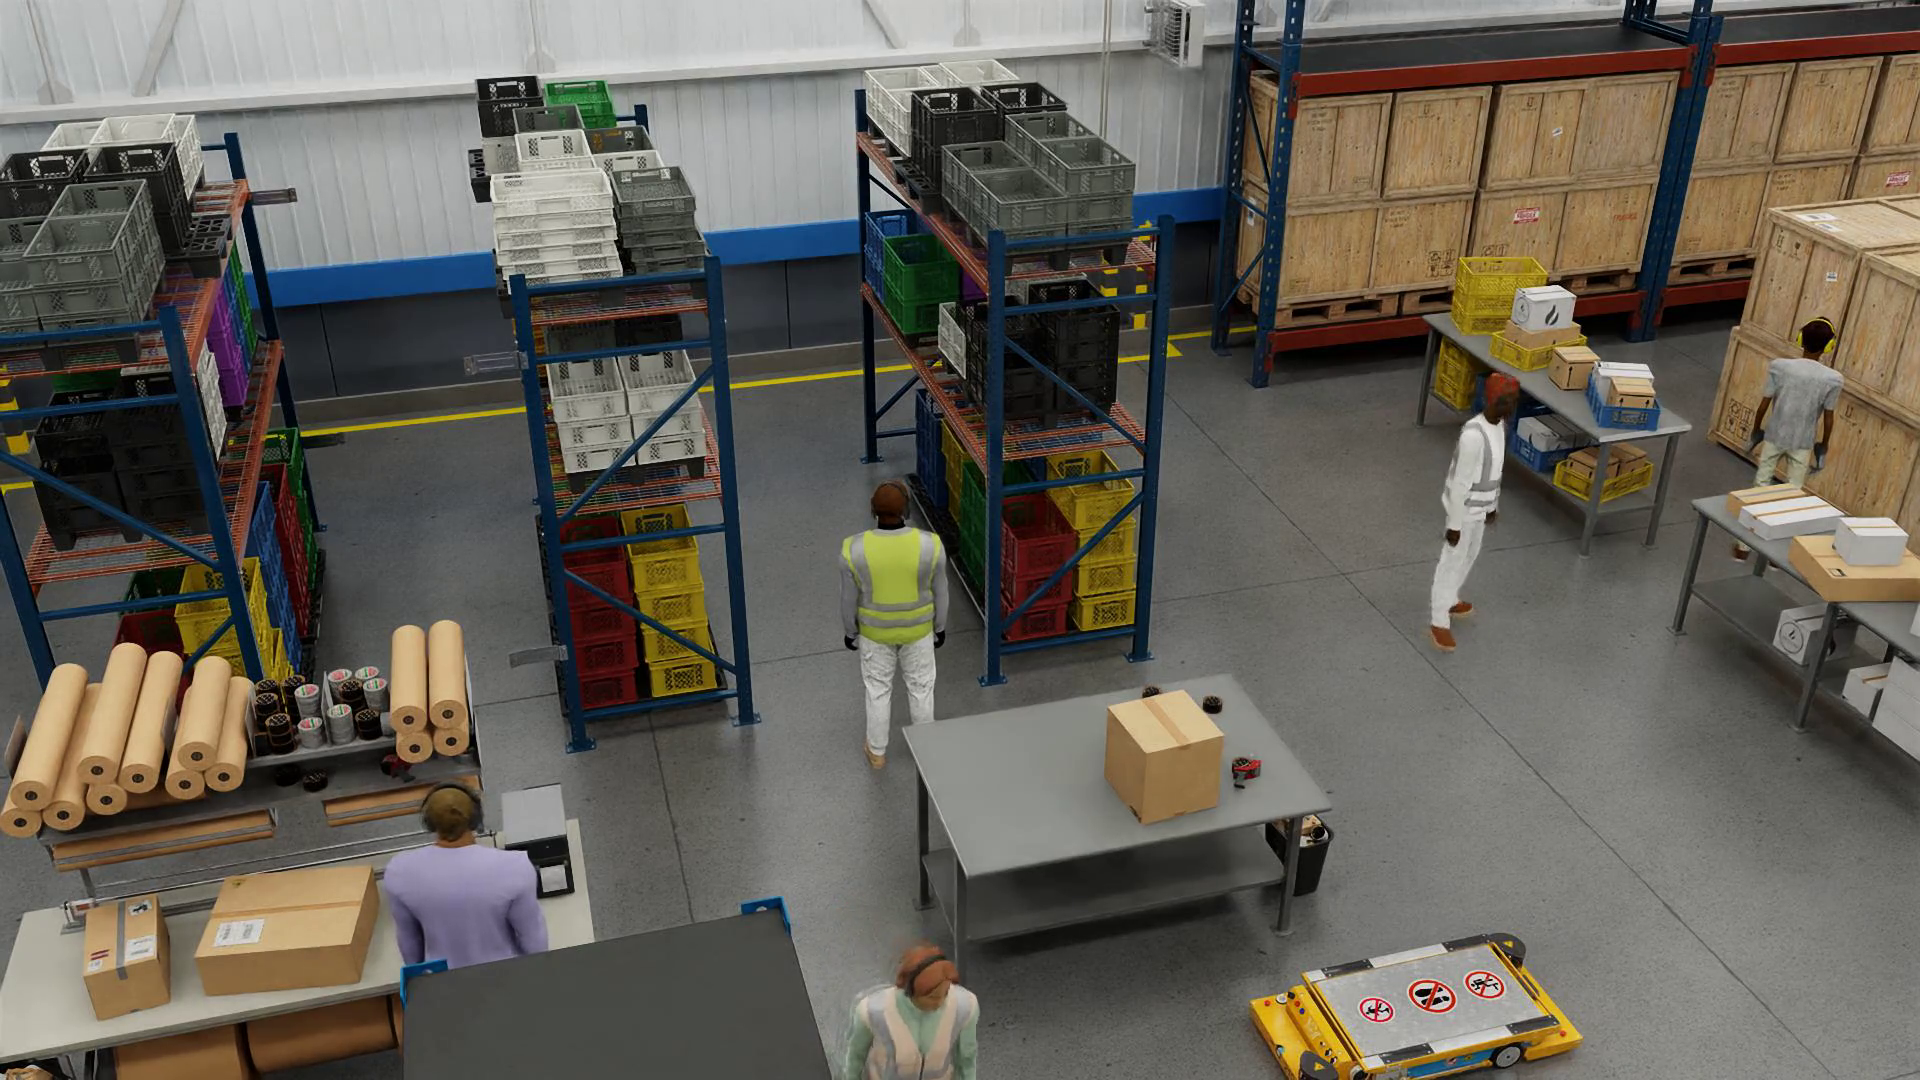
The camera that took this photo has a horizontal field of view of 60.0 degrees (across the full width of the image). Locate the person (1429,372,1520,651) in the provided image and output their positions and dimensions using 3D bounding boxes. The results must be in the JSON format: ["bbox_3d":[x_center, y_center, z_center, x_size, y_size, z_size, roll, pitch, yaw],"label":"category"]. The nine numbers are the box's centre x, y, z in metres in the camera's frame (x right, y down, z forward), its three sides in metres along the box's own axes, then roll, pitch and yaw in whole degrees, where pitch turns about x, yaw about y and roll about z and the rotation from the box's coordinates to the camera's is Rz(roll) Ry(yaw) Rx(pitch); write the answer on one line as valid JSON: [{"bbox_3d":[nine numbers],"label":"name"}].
[{"bbox_3d":[3.319,-0.191,10.854,0.341,1.857,0.670,18,33,29],"label":"person"}]

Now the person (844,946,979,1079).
[{"bbox_3d":[-0.180,2.243,6.676,0.514,1.592,0.668,-11,31,-19],"label":"person"}]

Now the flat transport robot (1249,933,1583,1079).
[{"bbox_3d":[2.184,2.282,7.980,1.431,0.197,0.652,-8,30,-14],"label":"flat transport robot"}]

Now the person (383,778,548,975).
[{"bbox_3d":[-2.051,1.840,7.078,0.628,1.931,0.370,1,29,1],"label":"person"}]

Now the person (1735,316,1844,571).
[{"bbox_3d":[5.836,-0.674,11.719,0.534,1.861,0.309,18,33,29],"label":"person"}]

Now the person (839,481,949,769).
[{"bbox_3d":[-0.375,0.500,9.610,0.621,1.838,0.429,-2,29,-4],"label":"person"}]
